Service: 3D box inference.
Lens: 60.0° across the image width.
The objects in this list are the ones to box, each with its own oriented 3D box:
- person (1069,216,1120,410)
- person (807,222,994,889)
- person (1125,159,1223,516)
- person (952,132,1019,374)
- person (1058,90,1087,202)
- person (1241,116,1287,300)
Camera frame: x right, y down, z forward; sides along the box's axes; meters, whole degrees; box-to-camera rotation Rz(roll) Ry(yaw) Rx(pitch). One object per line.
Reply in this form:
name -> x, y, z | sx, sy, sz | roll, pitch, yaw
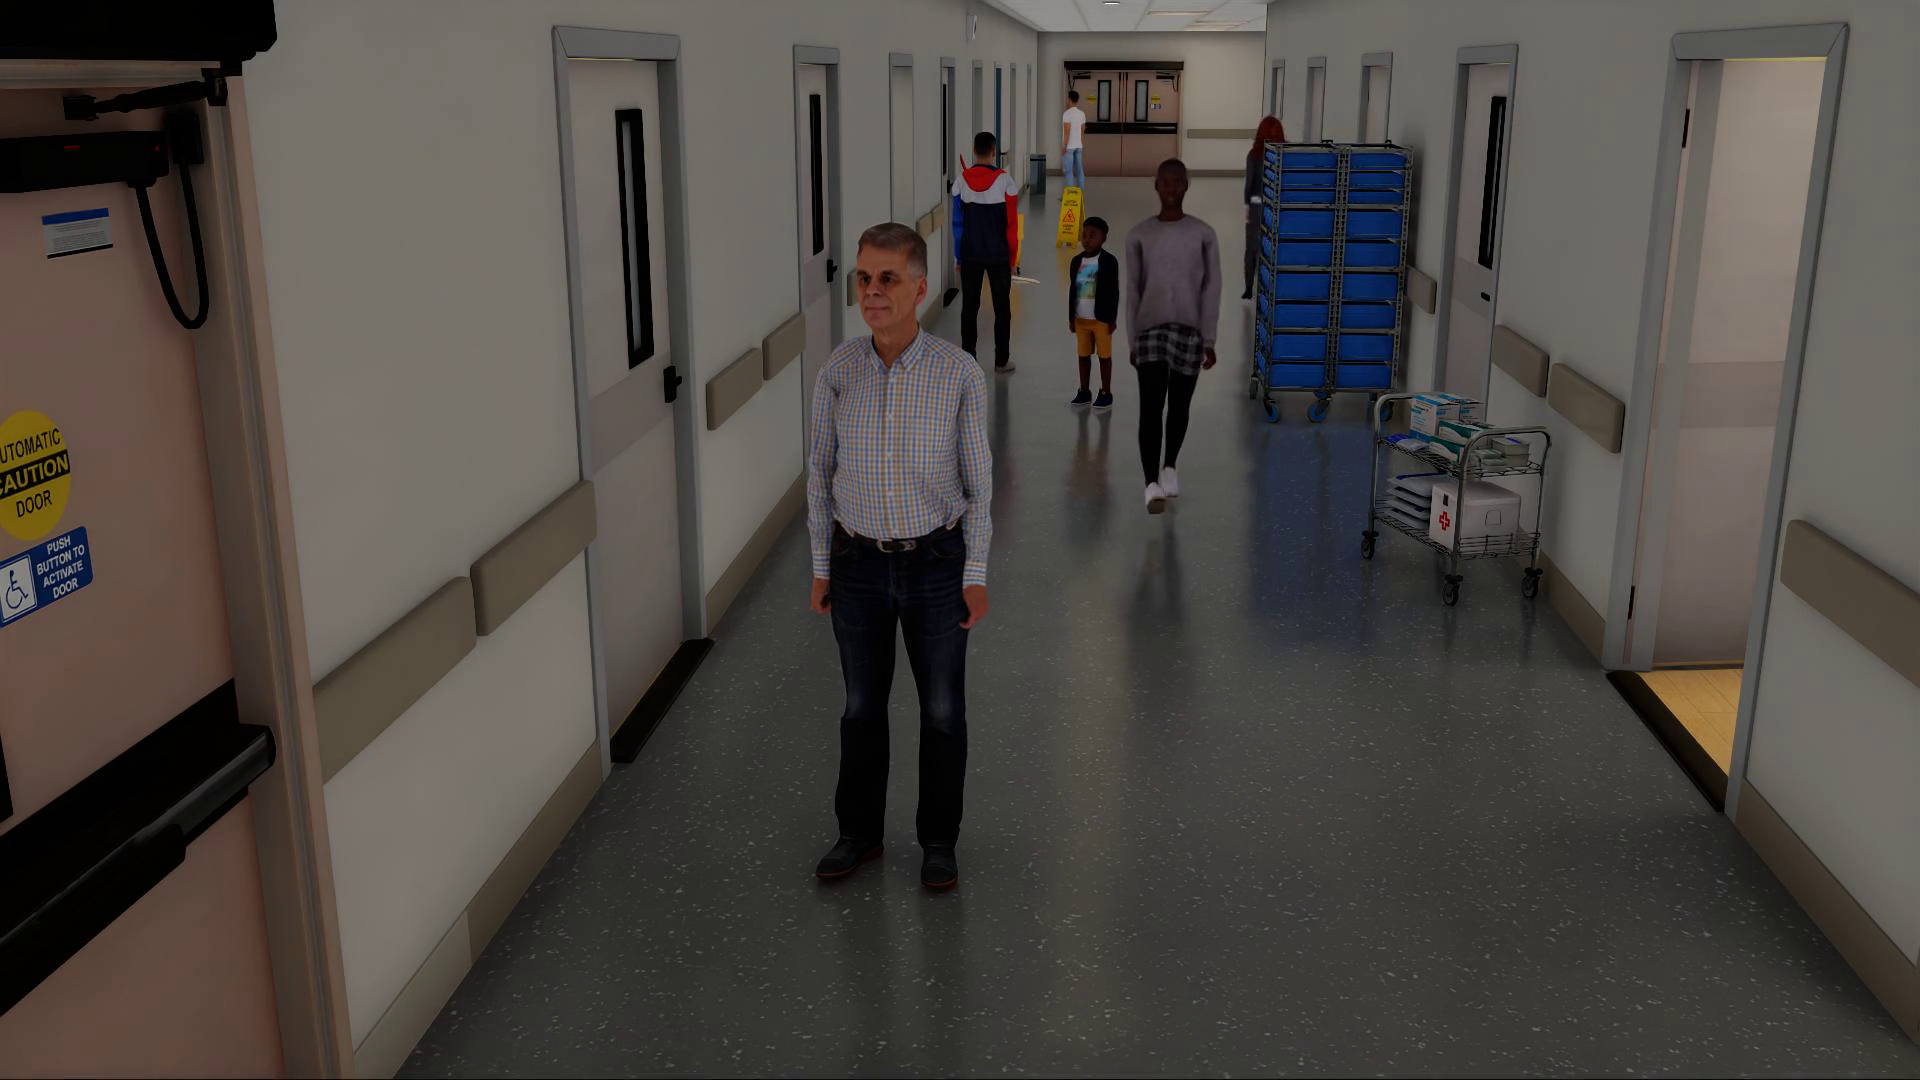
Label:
person -> 0.903, -1.519, 11.082 | 0.582, 1.269, 0.618 | 8, 17, 25
person -> -0.156, 0.058, 4.479 | 0.680, 1.818, 0.589 | 3, 16, 12
person -> 1.078, -1.011, 8.441 | 0.620, 1.726, 1.141 | 1, 16, 4
person -> 0.183, -2.124, 12.331 | 0.644, 1.757, 0.539 | 2, 16, 8
person -> 1.954, -6.814, 28.765 | 0.750, 1.866, 0.812 | -13, 20, -39
person -> 2.917, -3.096, 15.782 | 0.569, 1.755, 0.726 | 2, 16, 6
